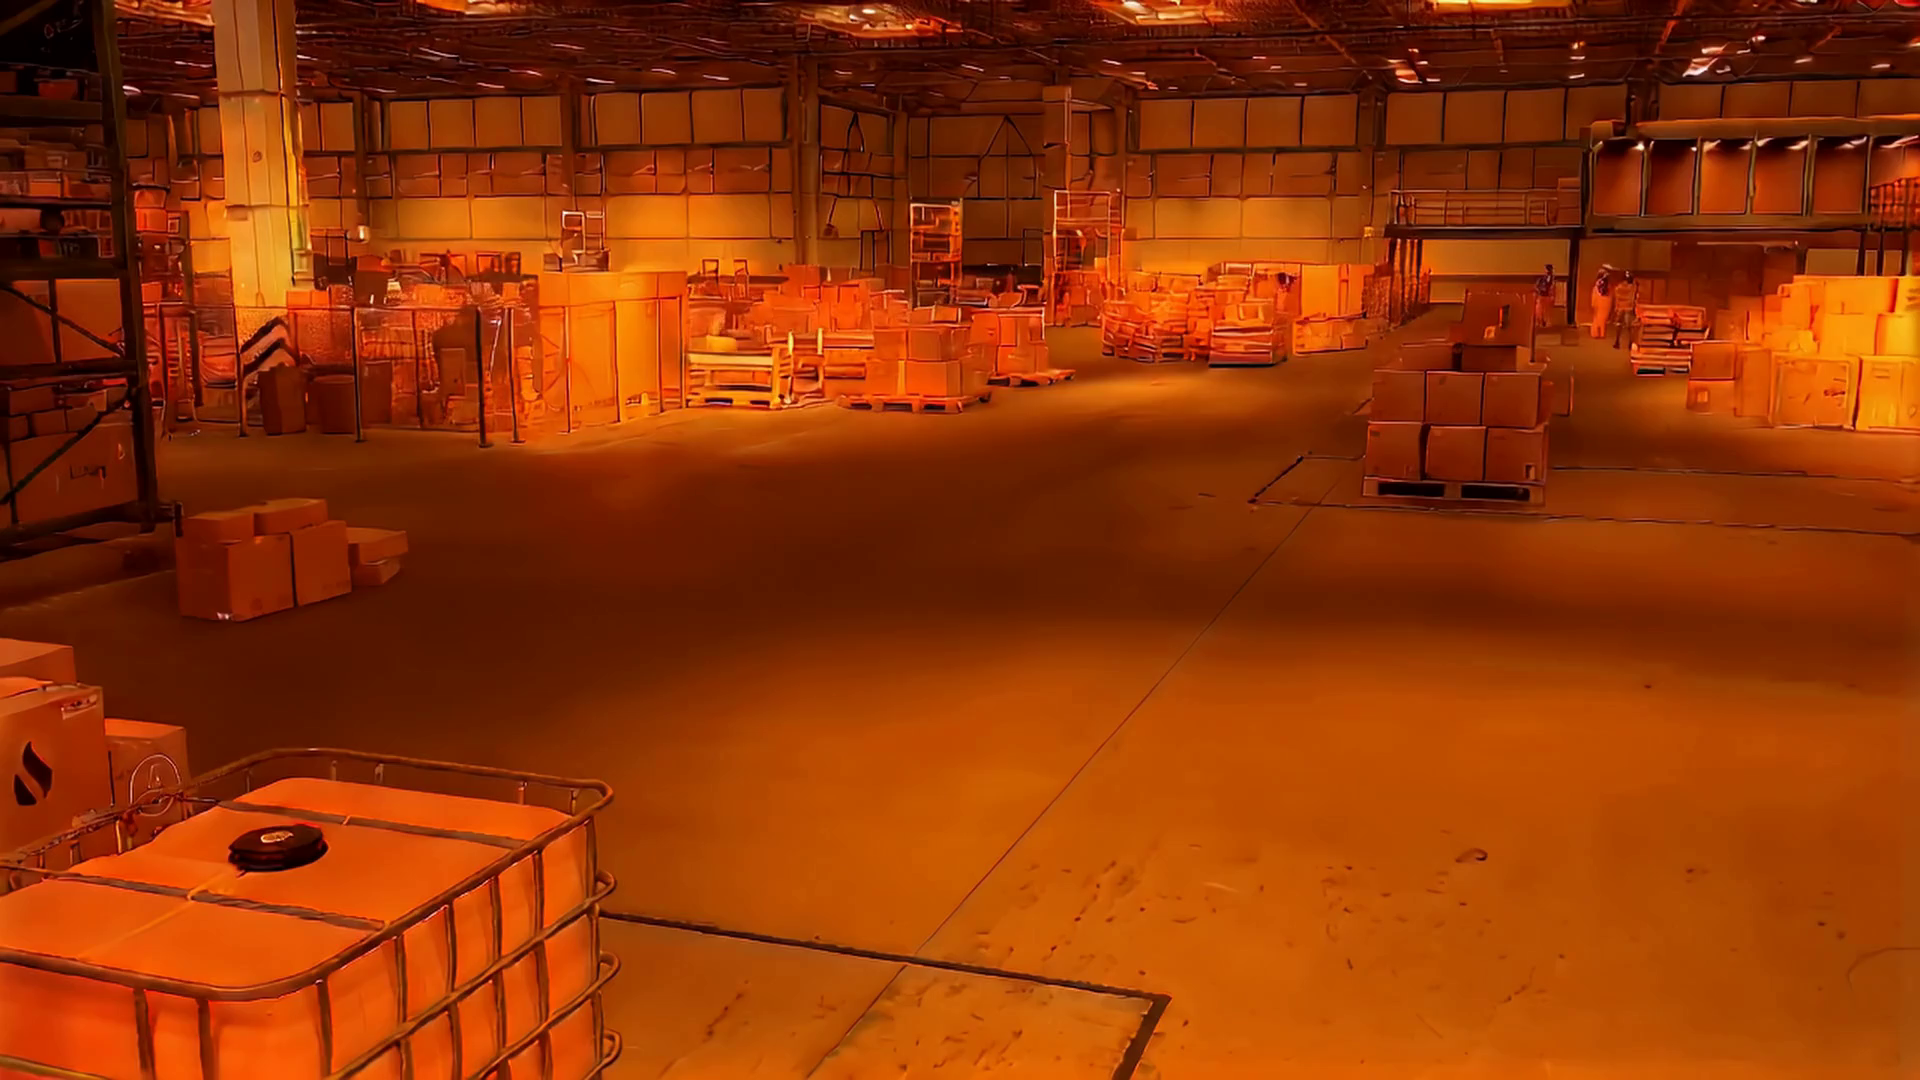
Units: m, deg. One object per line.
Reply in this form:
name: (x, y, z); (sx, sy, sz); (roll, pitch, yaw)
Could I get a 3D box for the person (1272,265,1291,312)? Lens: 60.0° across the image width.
person: (10.794, -8.304, 55.775); (0.591, 1.847, 0.969); (5, 11, 27)

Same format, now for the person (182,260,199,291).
person: (-29.311, -9.702, 63.387); (0.630, 1.941, 1.053); (-8, 13, -39)

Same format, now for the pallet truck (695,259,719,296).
pallet truck: (-9.165, -9.627, 62.776); (0.823, 1.965, 1.885); (4, 11, 23)

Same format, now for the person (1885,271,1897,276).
person: (20.241, -4.889, 36.297); (0.651, 1.922, 0.486); (9, 14, 43)

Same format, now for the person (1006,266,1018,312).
person: (1.737, -7.728, 52.509); (0.617, 1.857, 0.546); (-5, 11, -24)

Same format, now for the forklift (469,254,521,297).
forklift: (-17.990, -10.121, 64.684); (1.157, 1.987, 2.680); (3, 11, 17)

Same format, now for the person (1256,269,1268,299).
person: (9.240, -7.393, 50.872); (0.333, 1.761, 0.524); (-2, 10, -12)

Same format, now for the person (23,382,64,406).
person: (-8.728, -1.136, 15.861); (0.559, 1.677, 0.344); (6, 12, 30)

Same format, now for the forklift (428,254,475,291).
forklift: (-20.133, -10.254, 65.465); (1.157, 1.987, 2.680); (3, 11, 19)

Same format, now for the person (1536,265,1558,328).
person: (17.828, -7.407, 50.596); (0.607, 1.896, 0.860); (2, 10, 9)

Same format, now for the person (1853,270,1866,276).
person: (16.496, -3.938, 30.632); (0.605, 2.035, 0.392); (2, 10, 13)

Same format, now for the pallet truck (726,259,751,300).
pallet truck: (-7.986, -9.493, 62.019); (0.823, 1.965, 1.885); (3, 11, 17)

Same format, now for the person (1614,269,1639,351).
person: (15.779, -5.444, 39.392); (0.551, 1.935, 0.362); (2, 10, 12)

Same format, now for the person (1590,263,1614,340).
person: (17.065, -6.339, 44.135); (0.536, 2.000, 0.676); (-2, 10, -11)
